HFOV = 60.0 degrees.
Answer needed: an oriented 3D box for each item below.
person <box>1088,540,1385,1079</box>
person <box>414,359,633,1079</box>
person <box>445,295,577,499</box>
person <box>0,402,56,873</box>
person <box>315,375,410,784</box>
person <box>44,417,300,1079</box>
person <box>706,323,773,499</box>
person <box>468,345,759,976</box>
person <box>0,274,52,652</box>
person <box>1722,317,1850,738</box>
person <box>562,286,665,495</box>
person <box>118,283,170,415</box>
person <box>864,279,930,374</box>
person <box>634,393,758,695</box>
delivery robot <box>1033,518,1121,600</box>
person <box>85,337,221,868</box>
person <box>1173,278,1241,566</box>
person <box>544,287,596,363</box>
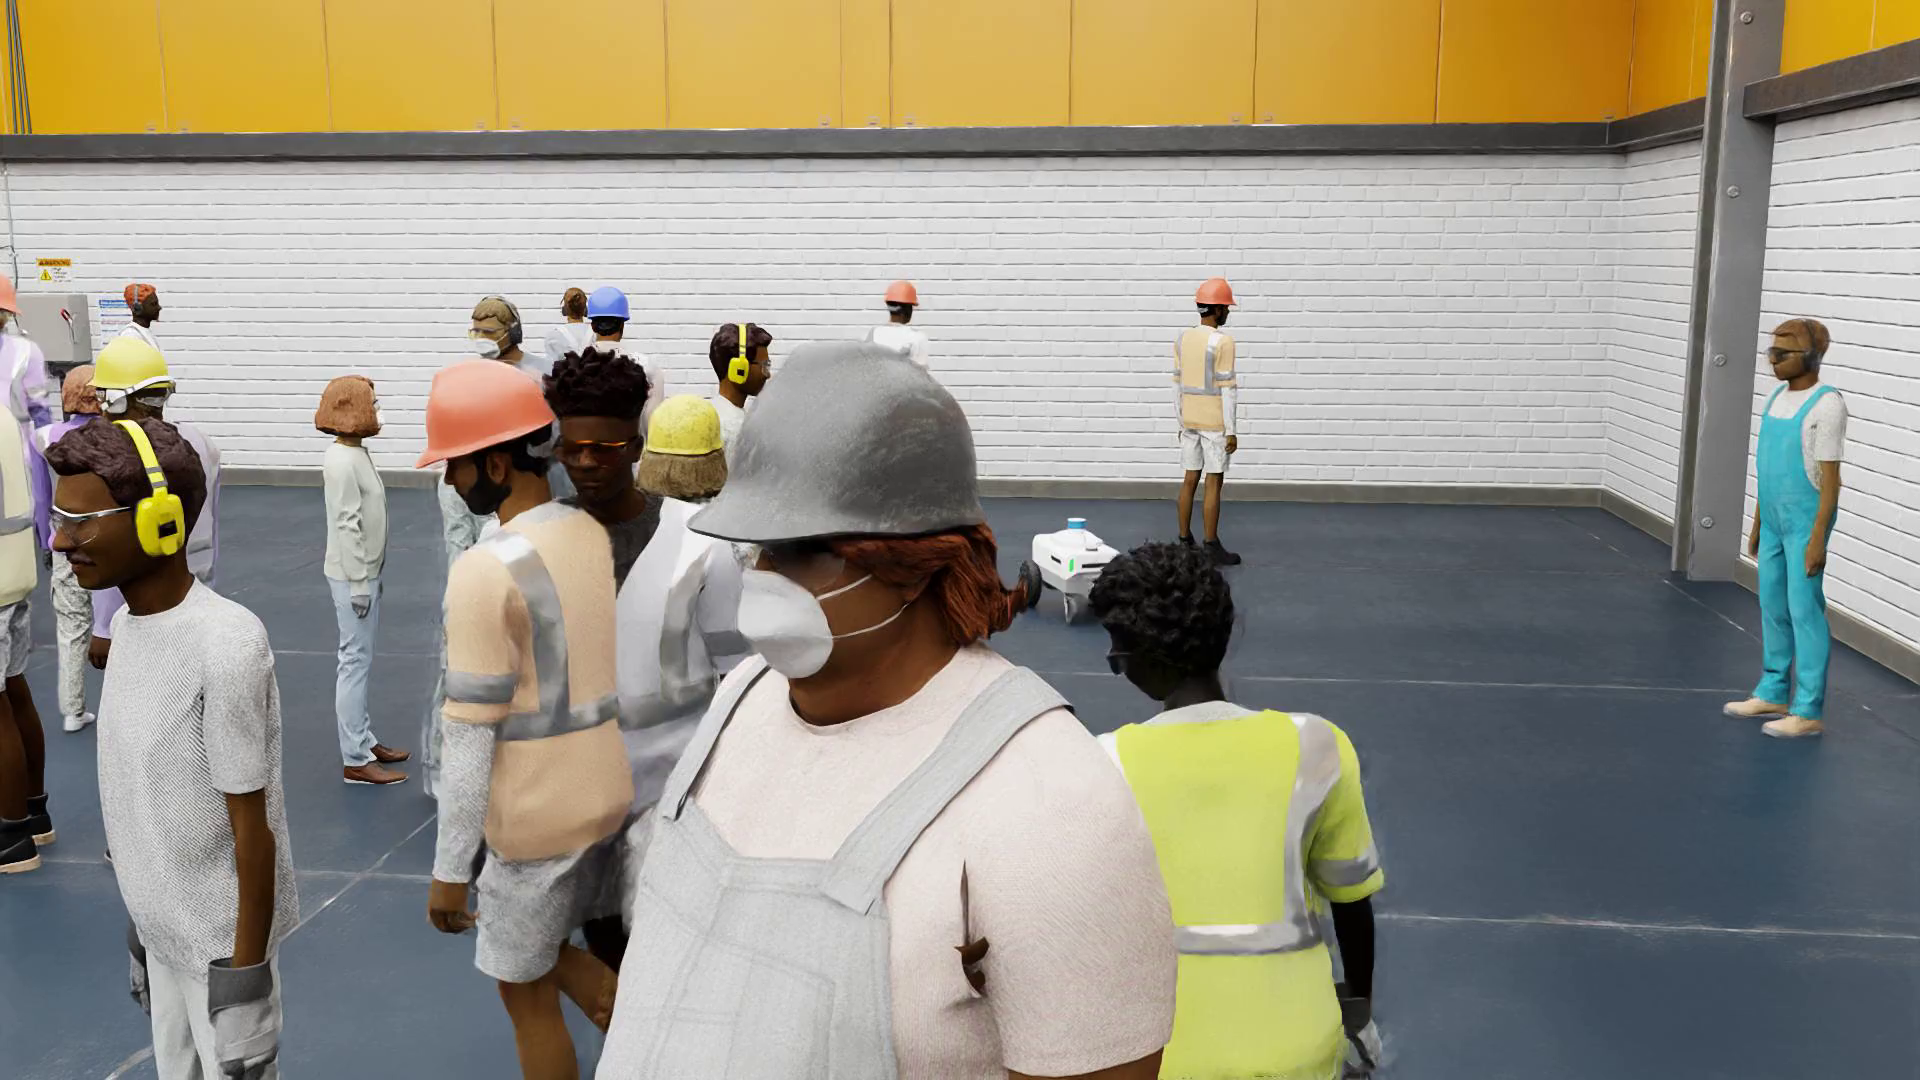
[{"bbox_3d":[0.416,0.834,2.742,0.582,1.660,0.555,0,10,3],"label":"person"},{"bbox_3d":[-0.855,0.571,3.529,0.536,1.906,0.574,3,10,16],"label":"person"},{"bbox_3d":[-2.039,-0.145,7.584,0.635,1.927,0.372,2,10,12],"label":"person"},{"bbox_3d":[-3.362,0.167,5.678,0.361,1.960,0.618,-3,10,-15],"label":"person"},{"bbox_3d":[-2.400,0.155,6.679,0.280,1.636,0.500,-3,10,-15],"label":"person"},{"bbox_3d":[-1.310,0.715,2.851,0.510,1.861,0.324,9,13,42],"label":"person"},{"bbox_3d":[-0.864,0.097,6.402,0.341,1.856,0.523,-5,11,-24],"label":"person"},{"bbox_3d":[-0.763,0.552,3.580,0.626,1.917,0.985,1,10,4],"label":"person"},{"bbox_3d":[-5.174,-0.393,8.783,0.699,1.999,0.662,-5,11,-27],"label":"person"},{"bbox_3d":[3.664,-0.056,7.314,0.330,1.843,0.514,-1,10,-6],"label":"person"},{"bbox_3d":[-1.810,-0.348,8.704,0.605,1.939,0.416,1,10,6],"label":"person"},{"bbox_3d":[-5.948,-0.927,12.173,0.360,1.882,0.575,-3,10,-16],"label":"person"},{"bbox_3d":[-0.475,-0.962,12.291,0.558,1.915,0.796,6,12,33],"label":"person"},{"bbox_3d":[-0.733,0.472,4.560,0.483,1.745,0.306,1,10,6],"label":"person"},{"bbox_3d":[0.680,0.115,9.734,0.477,0.478,0.707,-3,10,-15],"label":"delivery robot"},{"bbox_3d":[-2.799,0.219,5.755,0.403,1.833,0.591,2,10,11],"label":"person"},{"bbox_3d":[1.689,-0.795,11.257,0.362,1.935,0.553,-7,12,-33],"label":"person"},{"bbox_3d":[-2.888,-0.992,12.650,0.504,1.847,0.344,-4,11,-20],"label":"person"}]
